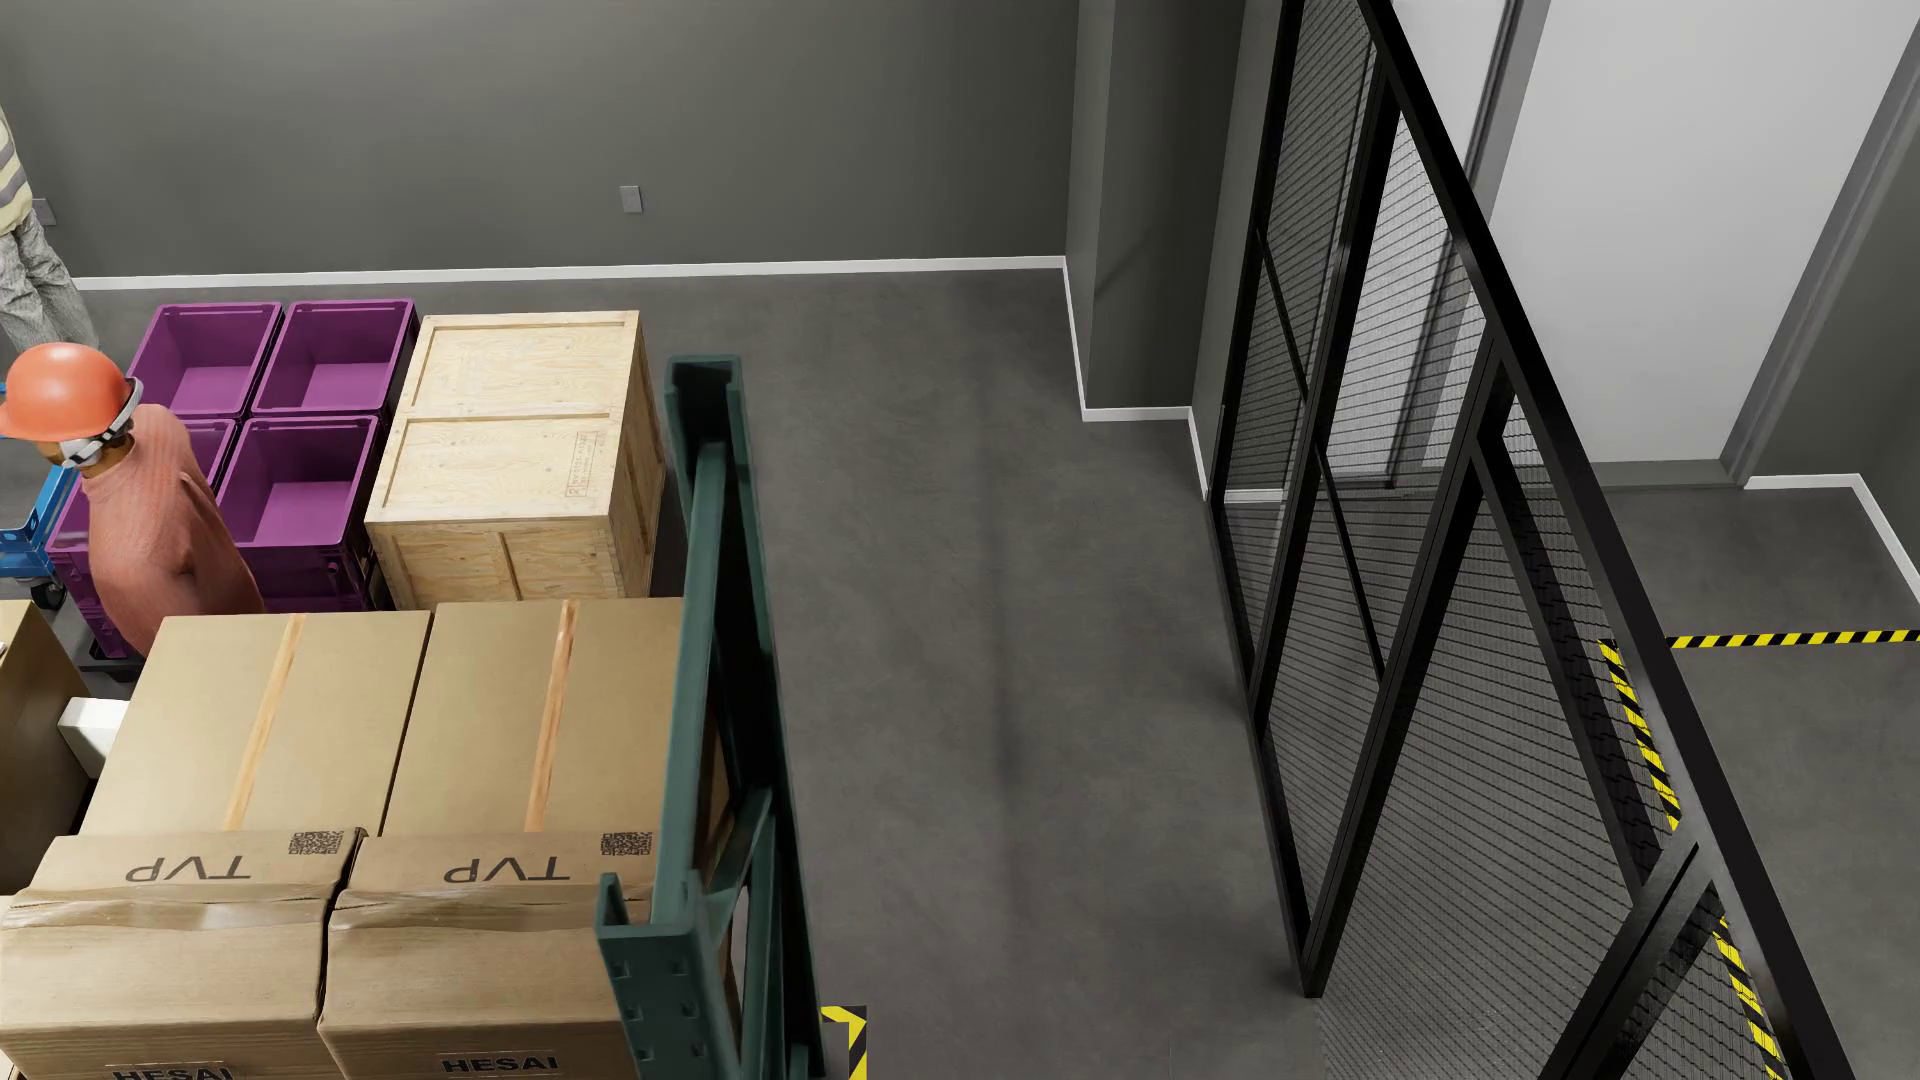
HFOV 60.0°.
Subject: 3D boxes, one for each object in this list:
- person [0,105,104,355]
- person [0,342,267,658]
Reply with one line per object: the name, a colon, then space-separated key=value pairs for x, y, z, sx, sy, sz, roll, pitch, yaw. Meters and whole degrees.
person: x=-3.537 y=-1.187 z=5.970 sx=0.404 sy=1.822 sz=0.586 roll=1 pitch=46 yaw=1
person: x=-2.046 y=0.260 z=4.469 sx=0.379 sy=1.996 sz=0.608 roll=-12 pitch=47 yaw=-11
